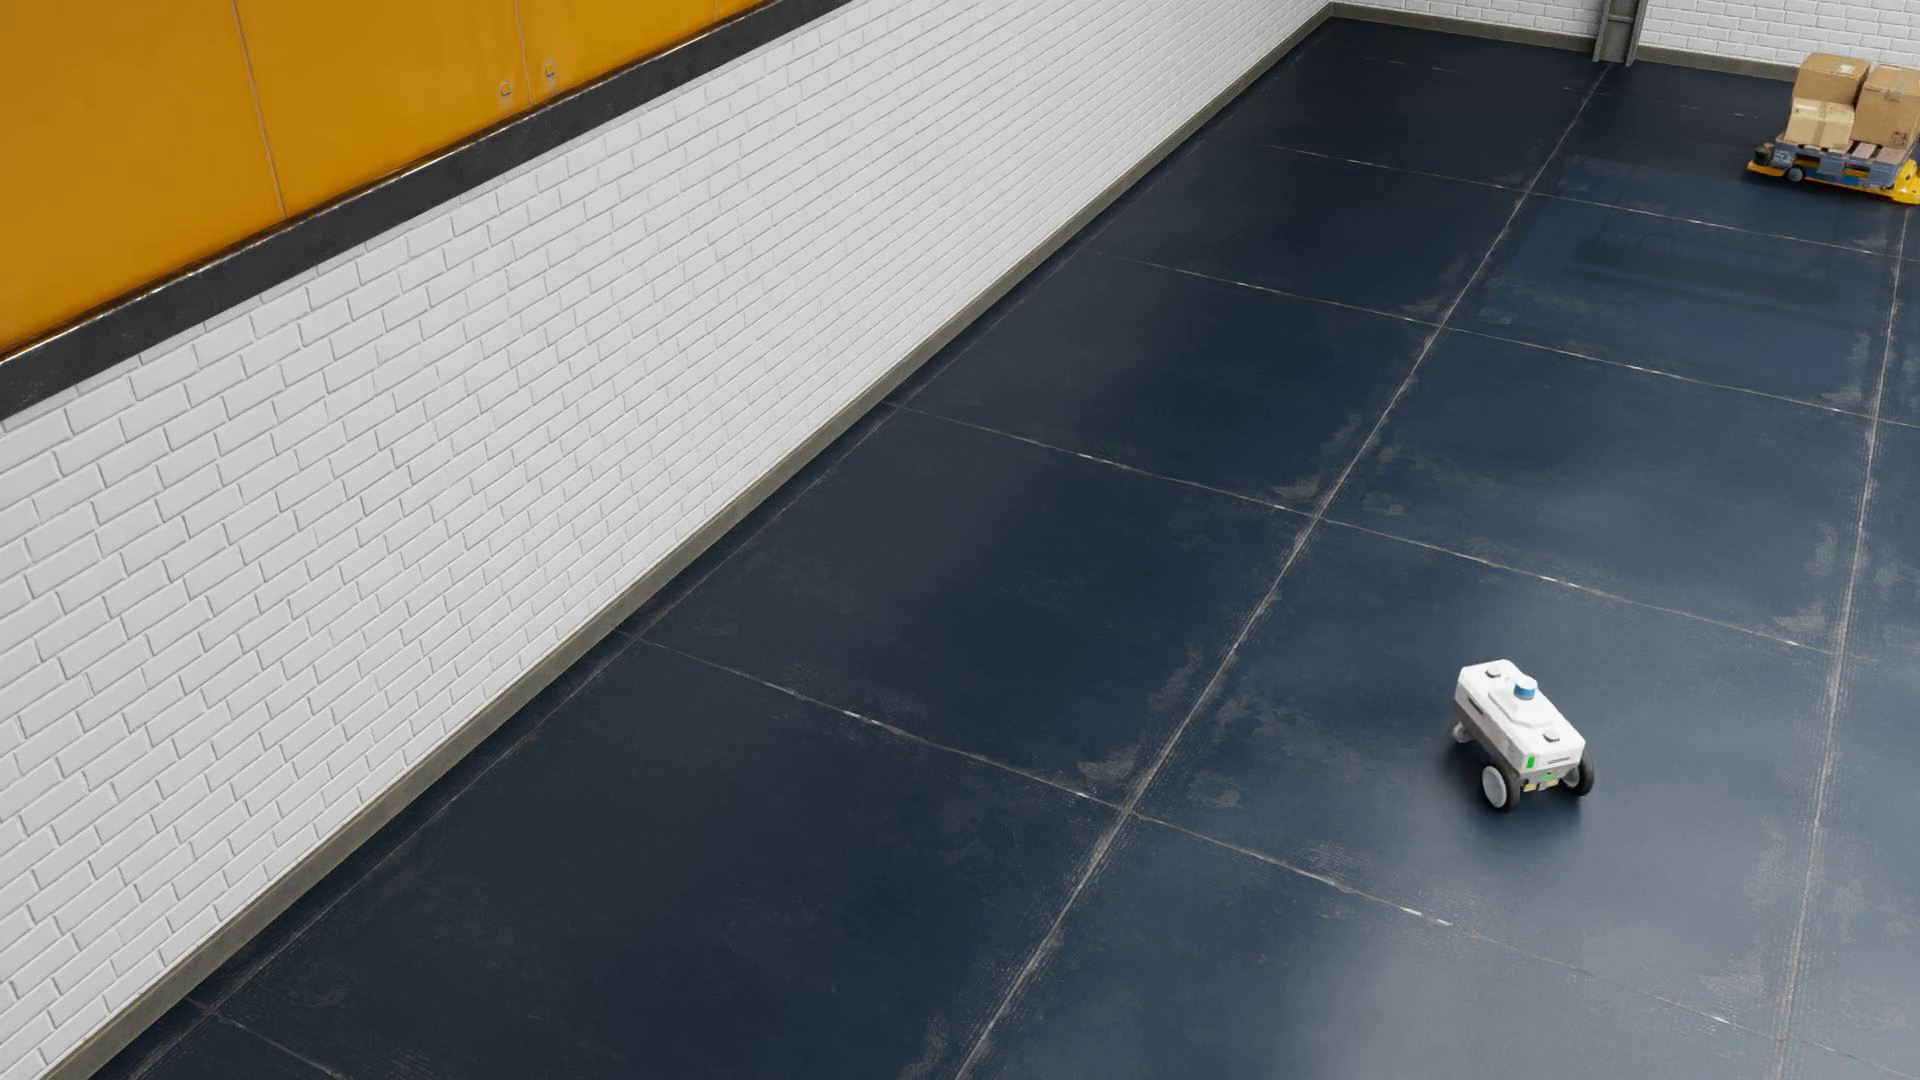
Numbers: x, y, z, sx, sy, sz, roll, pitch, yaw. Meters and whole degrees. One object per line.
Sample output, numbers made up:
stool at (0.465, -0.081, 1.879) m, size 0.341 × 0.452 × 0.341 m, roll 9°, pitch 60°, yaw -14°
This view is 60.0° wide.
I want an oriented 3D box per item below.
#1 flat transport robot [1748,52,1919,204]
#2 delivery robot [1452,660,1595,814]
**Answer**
flat transport robot at (7.930, -3.352, 14.965) m, size 1.431 × 0.231 × 0.659 m, roll 21°, pitch 39°, yaw 28°
delivery robot at (2.791, 0.967, 8.294) m, size 0.507 × 0.608 × 0.779 m, roll -10°, pitch 35°, yaw -14°
